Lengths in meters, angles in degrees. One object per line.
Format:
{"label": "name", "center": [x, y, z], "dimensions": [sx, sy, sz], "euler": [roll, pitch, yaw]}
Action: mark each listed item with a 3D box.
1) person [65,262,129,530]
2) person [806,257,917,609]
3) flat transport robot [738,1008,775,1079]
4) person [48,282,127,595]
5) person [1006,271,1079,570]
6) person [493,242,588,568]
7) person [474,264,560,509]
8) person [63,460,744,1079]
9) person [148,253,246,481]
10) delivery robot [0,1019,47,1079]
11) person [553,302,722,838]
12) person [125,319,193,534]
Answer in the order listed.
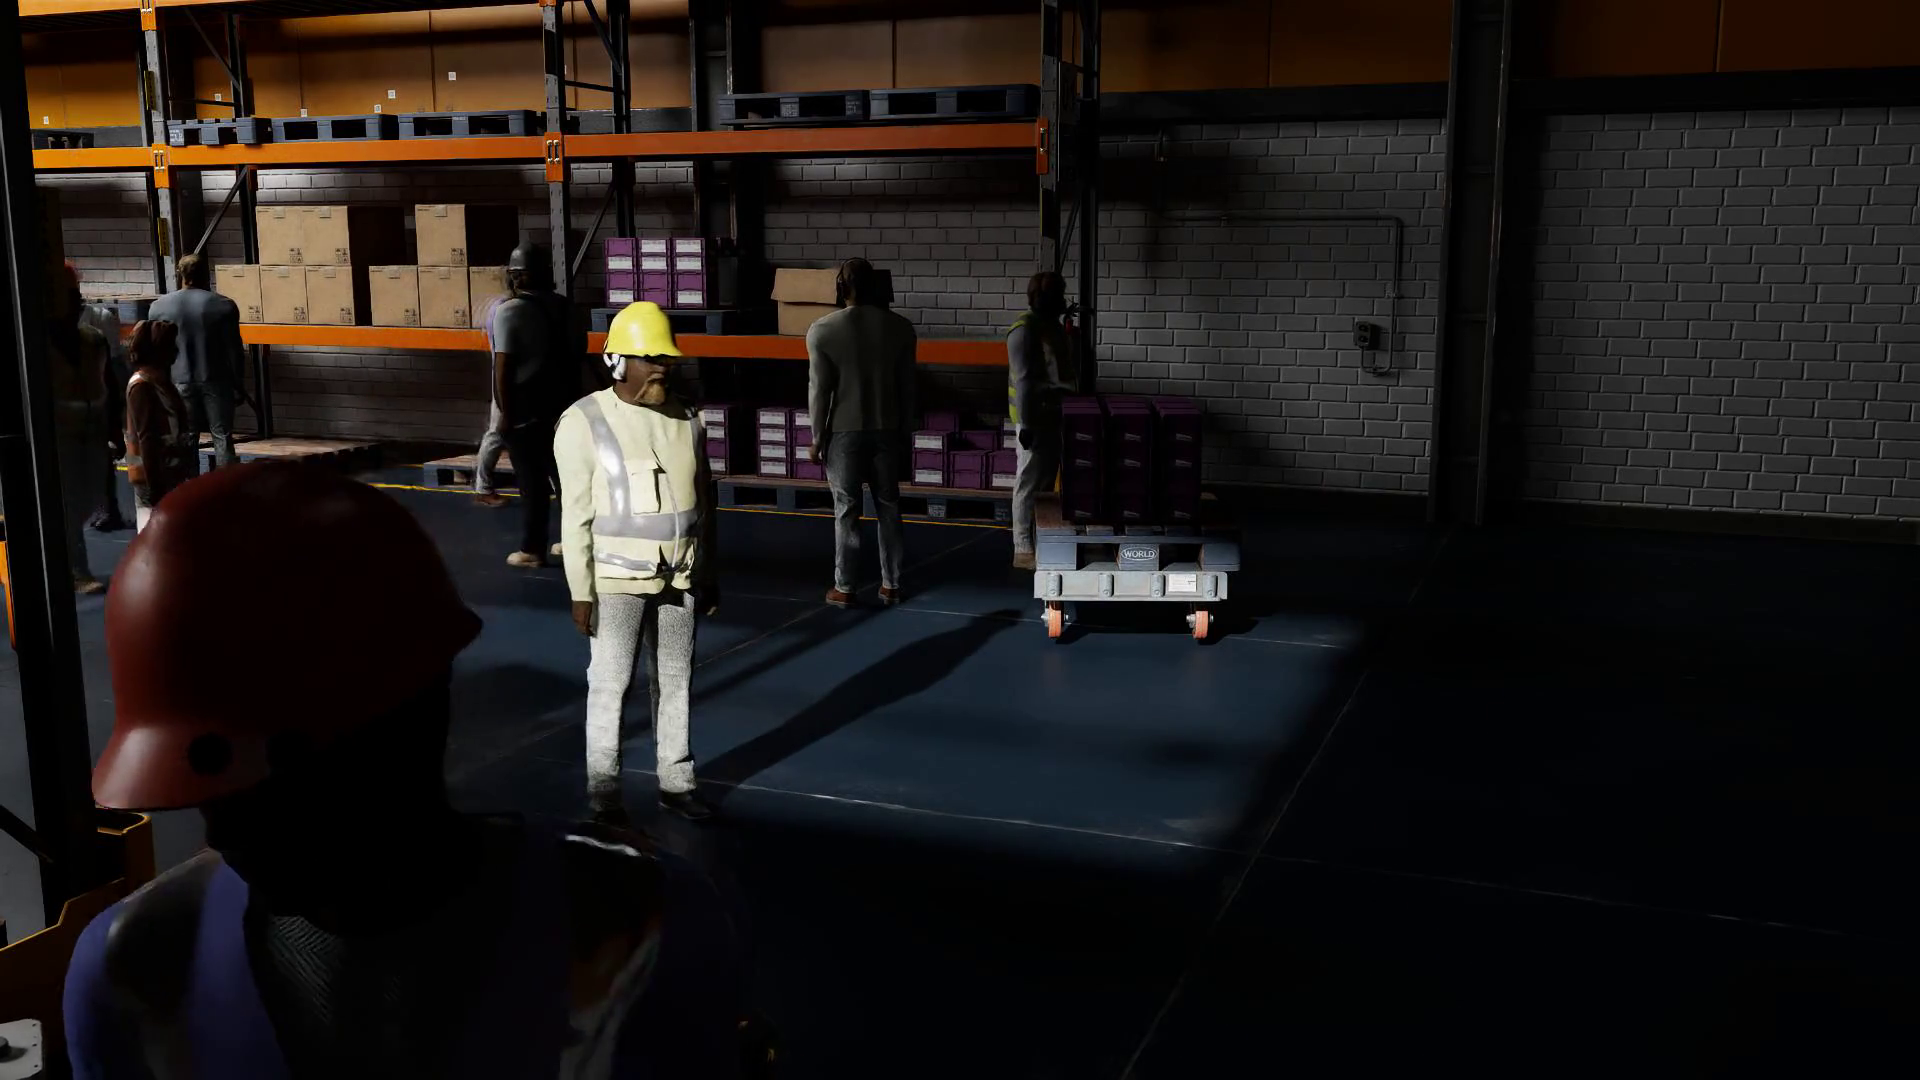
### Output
{"label": "person", "center": [-6.151, -1.003, 11.646], "dimensions": [0.549, 1.895, 0.643], "euler": [0, 10, 1]}
{"label": "person", "center": [-0.543, -0.582, 9.197], "dimensions": [0.629, 1.937, 0.373], "euler": [-4, 11, -20]}
{"label": "flat transport robot", "center": [-1.143, 1.254, 3.603], "dimensions": [1.431, 0.197, 0.652], "euler": [0, 10, -2]}
{"label": "person", "center": [-5.256, -0.610, 9.722], "dimensions": [0.791, 1.812, 0.618], "euler": [6, 12, 29]}
{"label": "person", "center": [0.521, -0.742, 10.350], "dimensions": [0.429, 1.841, 0.633], "euler": [5, 11, 24]}
{"label": "person", "center": [-2.669, -0.865, 10.477], "dimensions": [0.539, 2.000, 0.688], "euler": [7, 12, 33]}
{"label": "person", "center": [-3.284, -1.150, 12.510], "dimensions": [1.008, 1.885, 0.647], "euler": [4, 11, 19]}
{"label": "person", "center": [-0.449, 0.842, 1.458], "dimensions": [0.551, 1.860, 1.057], "euler": [0, 10, 2]}
{"label": "person", "center": [-5.642, -1.154, 12.374], "dimensions": [0.633, 1.939, 0.368], "euler": [-3, 11, -16]}
{"label": "delivery robot", "center": [-2.152, 1.140, 3.189], "dimensions": [0.707, 0.478, 0.477], "euler": [-6, 12, -29]}
{"label": "person", "center": [-1.065, 0.112, 5.642], "dimensions": [0.592, 1.825, 0.404], "euler": [-10, 14, -43]}
{"label": "person", "center": [-4.027, -0.289, 8.387], "dimensions": [0.313, 1.639, 0.517], "euler": [-3, 11, -15]}
